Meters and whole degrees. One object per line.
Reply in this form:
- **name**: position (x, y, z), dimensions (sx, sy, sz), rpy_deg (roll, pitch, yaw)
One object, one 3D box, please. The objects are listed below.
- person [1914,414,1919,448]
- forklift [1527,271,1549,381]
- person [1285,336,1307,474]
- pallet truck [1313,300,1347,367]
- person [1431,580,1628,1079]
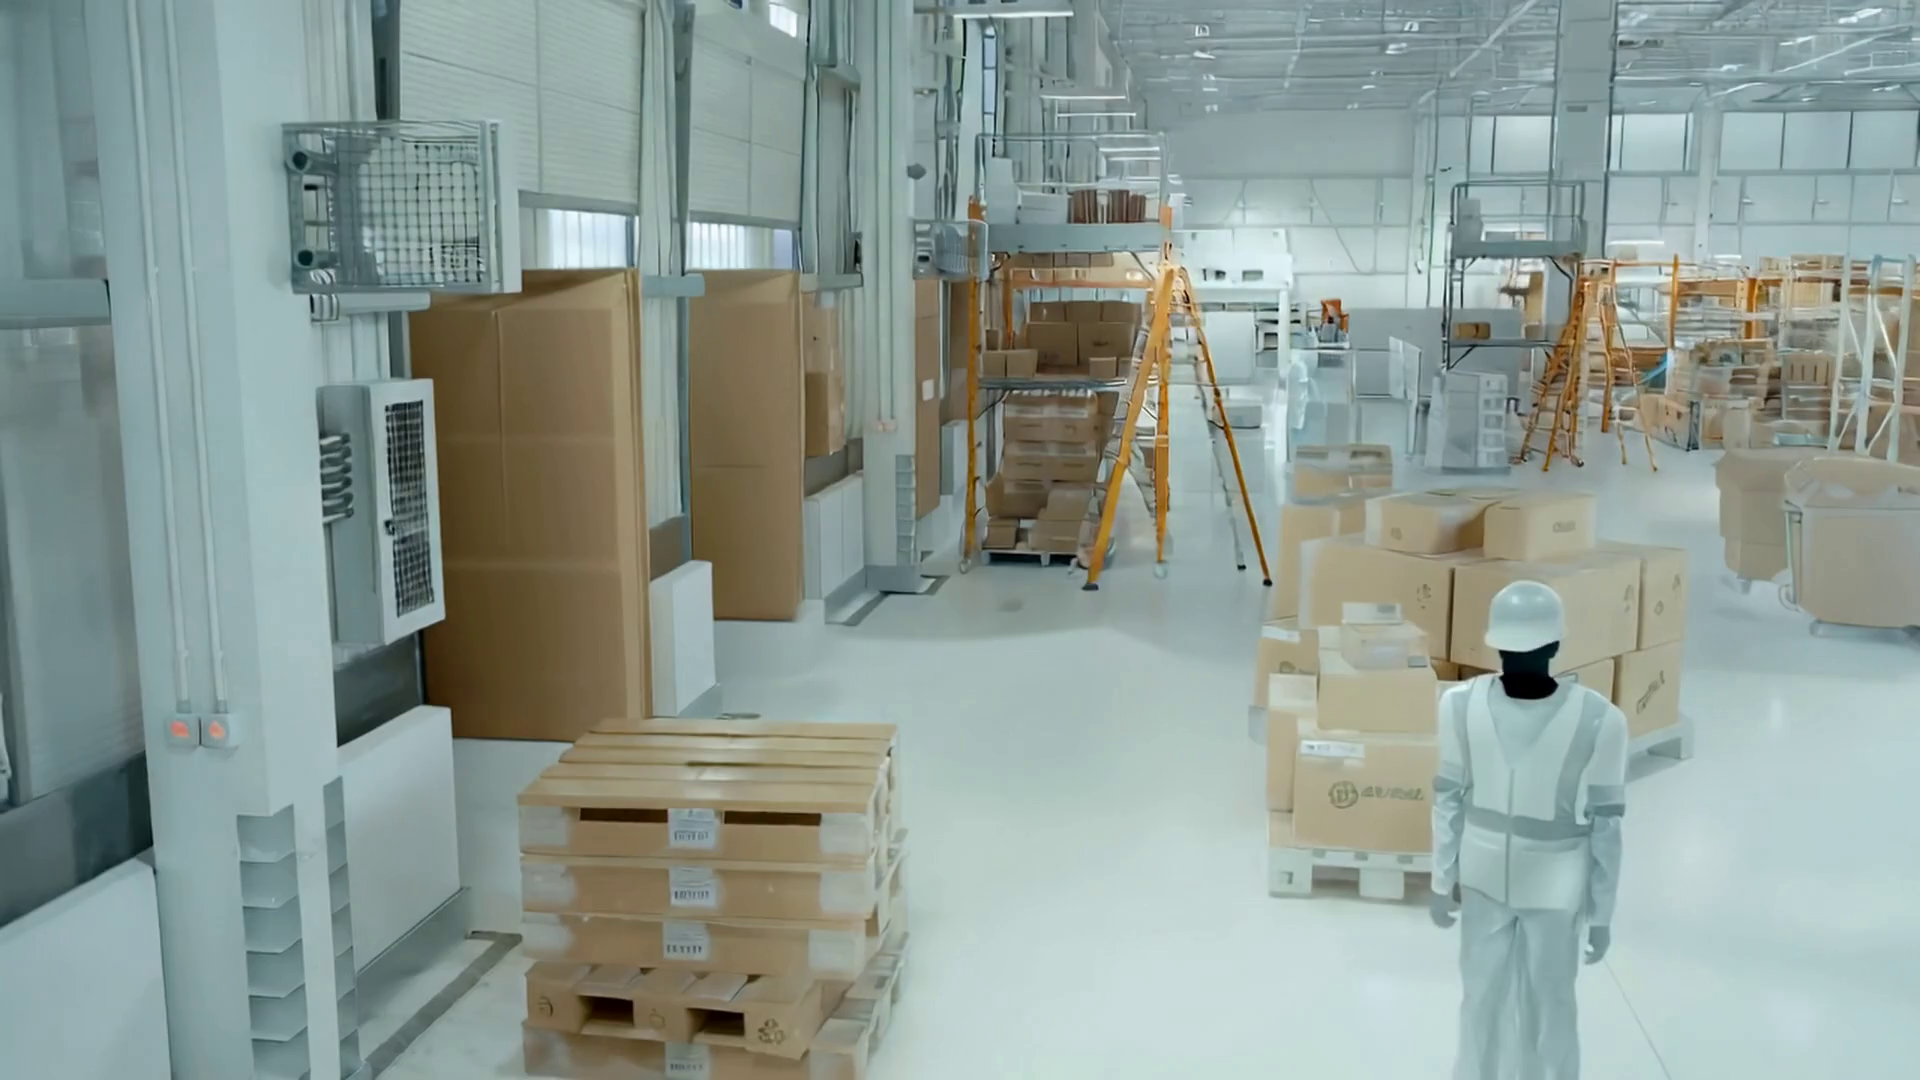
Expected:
- **person**: position (15.596, -2.332, 26.684), dimensions (0.333, 1.738, 0.487), rpy_deg (8, 12, 41)
- **forklift**: position (14.697, -5.355, 41.795), dimensions (1.873, 2.768, 1.129), rpy_deg (-5, 11, -30)
- **person**: position (4.669, -1.891, 23.363), dimensions (0.384, 1.926, 0.549), rpy_deg (-1, 9, -5)
- **pallet truck**: position (11.159, -6.200, 49.718), dimensions (0.823, 1.965, 1.885), rpy_deg (4, 10, 26)
- **person**: position (1.733, 1.065, 5.167), dimensions (0.587, 1.919, 0.398), rpy_deg (7, 11, 36)
